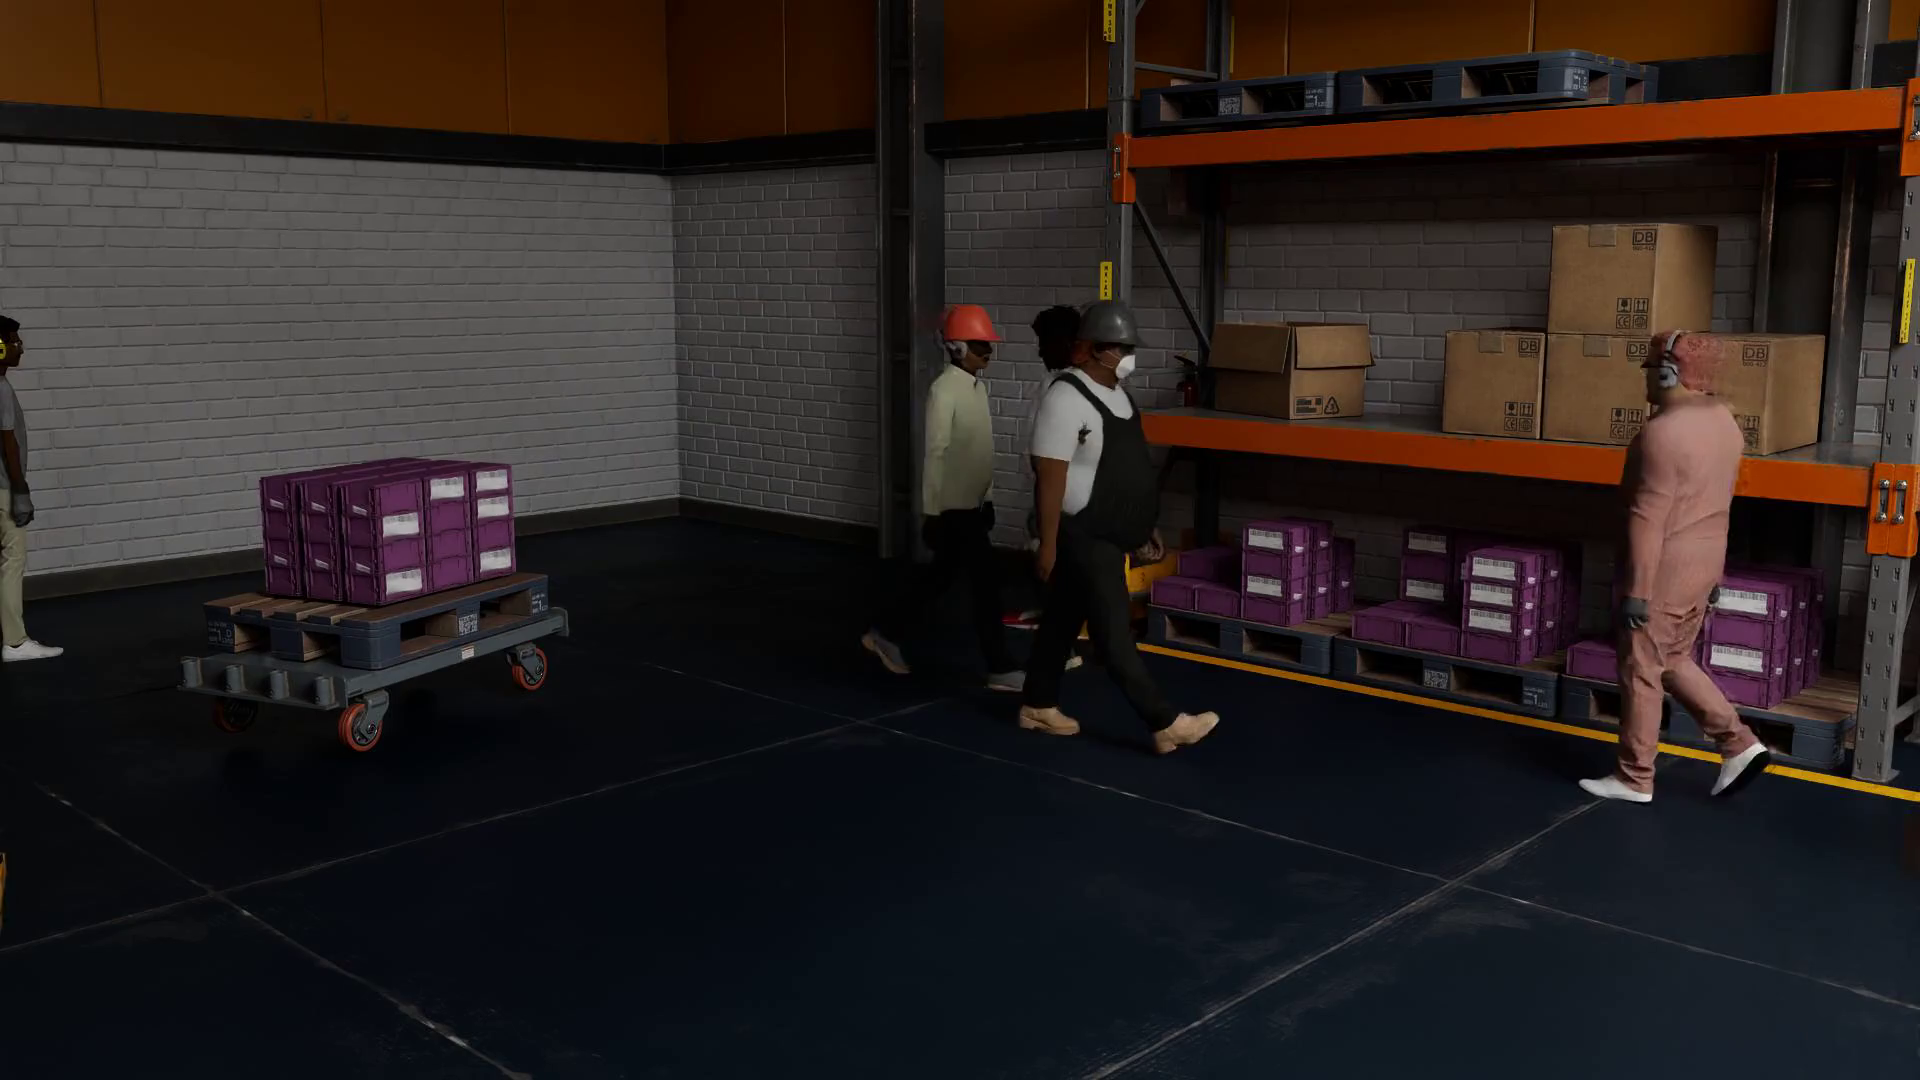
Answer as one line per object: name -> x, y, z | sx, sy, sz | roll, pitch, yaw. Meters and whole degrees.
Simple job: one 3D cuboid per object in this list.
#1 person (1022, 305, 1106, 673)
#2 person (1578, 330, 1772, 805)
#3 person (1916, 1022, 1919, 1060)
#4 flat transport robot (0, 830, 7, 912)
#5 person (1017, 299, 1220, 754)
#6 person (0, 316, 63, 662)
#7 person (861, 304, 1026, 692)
person -> 0.609, -0.236, 8.594 | 0.587, 1.928, 0.721 | 7, 12, 36
person -> 2.798, 0.134, 6.471 | 0.645, 1.891, 0.580 | -8, 12, -41
person -> 1.575, 0.909, 2.577 | 0.781, 1.612, 0.527 | 4, 10, 21
flat transport robot -> -3.782, 1.158, 5.125 | 1.431, 0.197, 0.652 | -5, 10, -27
person -> 0.686, -0.084, 7.324 | 1.068, 2.000, 0.700 | 5, 10, 26
person -> -5.193, -0.277, 9.036 | 0.532, 1.868, 0.310 | 8, 12, 39
person -> -0.065, -0.218, 8.441 | 1.006, 1.956, 0.626 | 3, 10, 17
